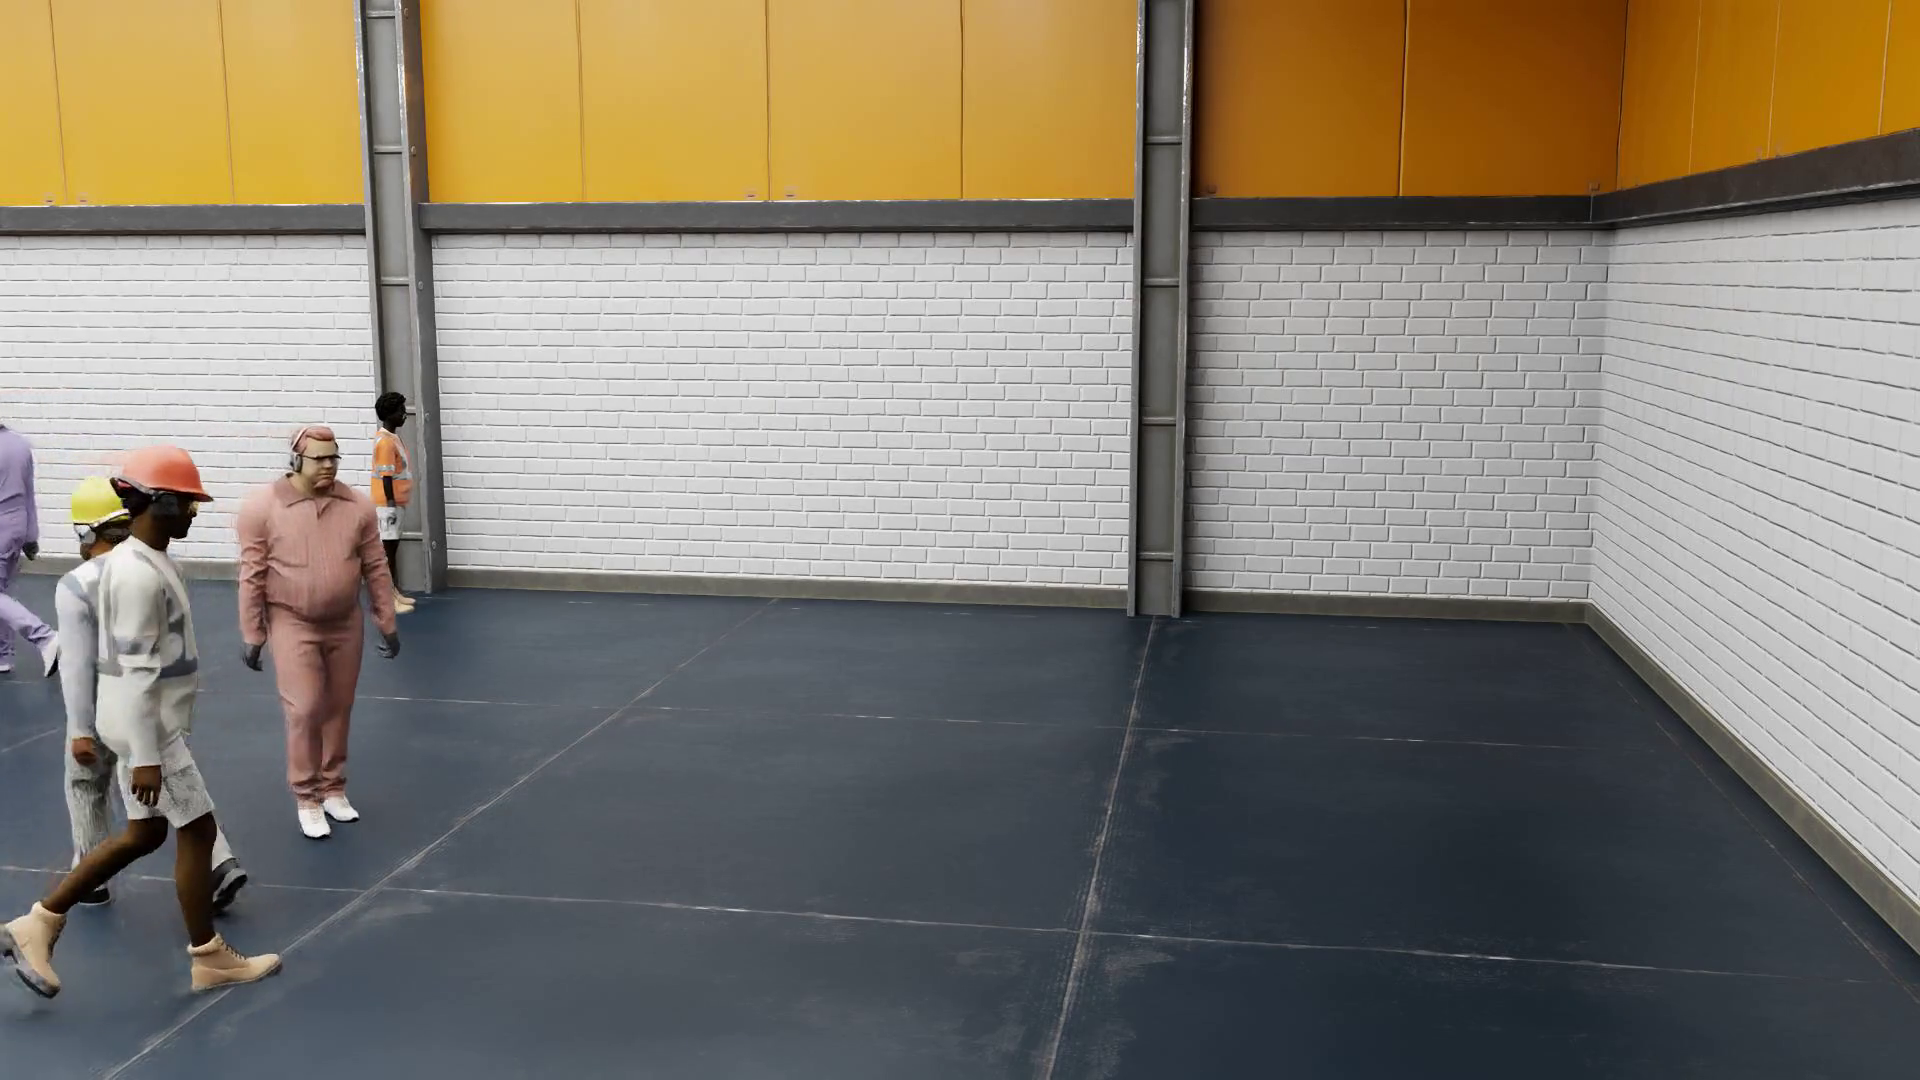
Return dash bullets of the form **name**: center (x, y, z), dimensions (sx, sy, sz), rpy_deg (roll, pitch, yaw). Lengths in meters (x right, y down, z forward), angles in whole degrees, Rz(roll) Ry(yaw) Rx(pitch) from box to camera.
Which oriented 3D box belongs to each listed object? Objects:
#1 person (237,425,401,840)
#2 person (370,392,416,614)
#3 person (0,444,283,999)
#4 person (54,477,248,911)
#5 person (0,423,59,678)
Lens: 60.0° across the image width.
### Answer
- **person**: center (-2.909, 0.419, 7.699), dimensions (0.681, 1.890, 0.608), rpy_deg (-9, 13, -44)
- **person**: center (-4.325, -0.283, 12.675), dimensions (0.318, 1.691, 0.530), rpy_deg (-3, 10, -16)
- **person**: center (-2.984, 0.667, 5.900), dimensions (0.868, 2.006, 0.657), rpy_deg (-4, 10, -25)
- **person**: center (-3.299, 0.641, 6.670), dimensions (0.887, 1.796, 0.600), rpy_deg (4, 10, 23)
- **person**: center (-6.073, -0.030, 10.557), dimensions (0.764, 1.874, 0.640), rpy_deg (0, 9, 2)
